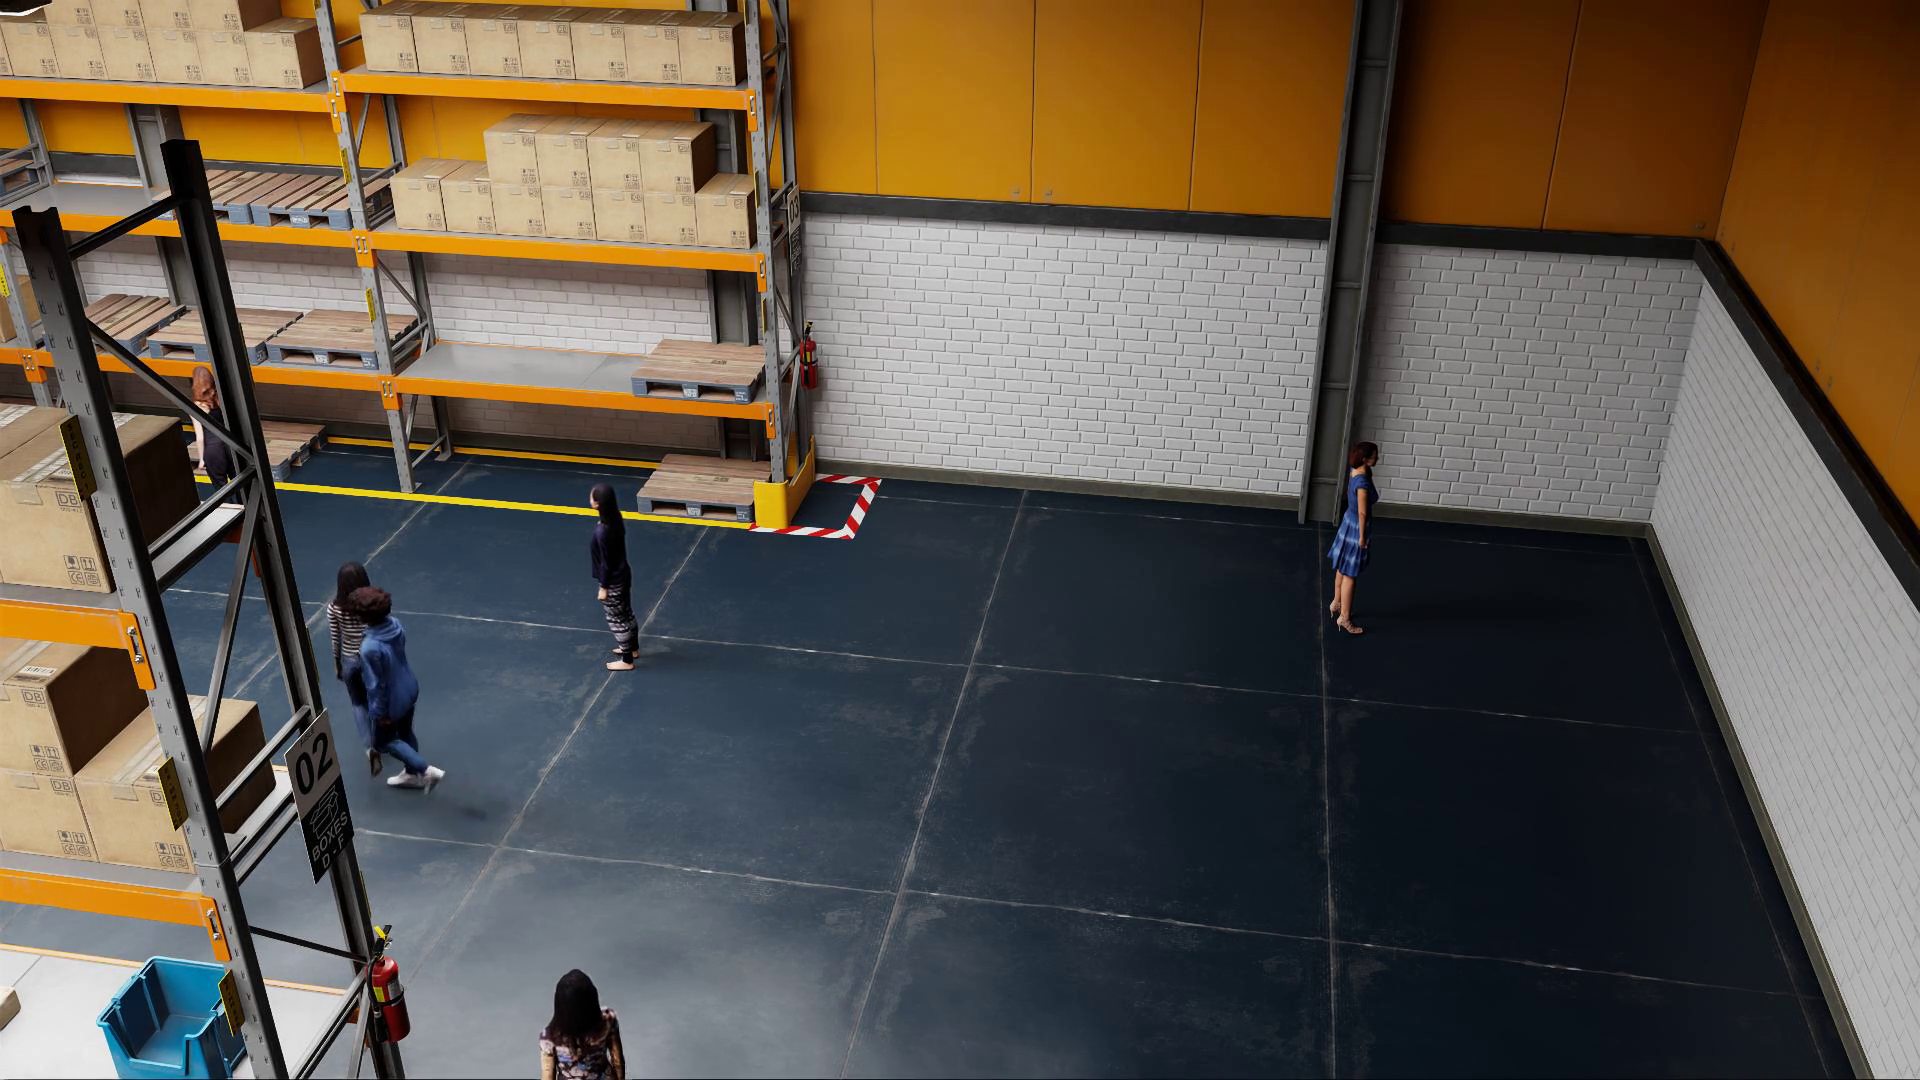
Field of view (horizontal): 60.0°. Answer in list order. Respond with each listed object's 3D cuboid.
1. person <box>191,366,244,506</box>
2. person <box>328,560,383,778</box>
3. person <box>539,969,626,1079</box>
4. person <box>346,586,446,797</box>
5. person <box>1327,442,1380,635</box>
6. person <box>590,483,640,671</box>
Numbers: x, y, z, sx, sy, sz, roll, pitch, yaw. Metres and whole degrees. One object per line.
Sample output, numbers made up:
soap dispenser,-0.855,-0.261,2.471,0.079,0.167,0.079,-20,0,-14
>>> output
person,-7.161,-0.872,16.107,0.647,1.748,0.650,17,33,29
person,-4.513,1.019,12.619,1.009,1.769,0.938,-7,29,-13
person,-1.996,3.057,8.940,0.986,1.715,1.020,-16,32,-26
person,-4.136,1.156,12.347,0.796,1.790,0.690,6,29,11
person,3.459,-0.038,14.518,0.627,1.806,0.706,0,29,-1
person,-2.906,0.301,13.973,0.497,1.733,0.600,4,29,8
